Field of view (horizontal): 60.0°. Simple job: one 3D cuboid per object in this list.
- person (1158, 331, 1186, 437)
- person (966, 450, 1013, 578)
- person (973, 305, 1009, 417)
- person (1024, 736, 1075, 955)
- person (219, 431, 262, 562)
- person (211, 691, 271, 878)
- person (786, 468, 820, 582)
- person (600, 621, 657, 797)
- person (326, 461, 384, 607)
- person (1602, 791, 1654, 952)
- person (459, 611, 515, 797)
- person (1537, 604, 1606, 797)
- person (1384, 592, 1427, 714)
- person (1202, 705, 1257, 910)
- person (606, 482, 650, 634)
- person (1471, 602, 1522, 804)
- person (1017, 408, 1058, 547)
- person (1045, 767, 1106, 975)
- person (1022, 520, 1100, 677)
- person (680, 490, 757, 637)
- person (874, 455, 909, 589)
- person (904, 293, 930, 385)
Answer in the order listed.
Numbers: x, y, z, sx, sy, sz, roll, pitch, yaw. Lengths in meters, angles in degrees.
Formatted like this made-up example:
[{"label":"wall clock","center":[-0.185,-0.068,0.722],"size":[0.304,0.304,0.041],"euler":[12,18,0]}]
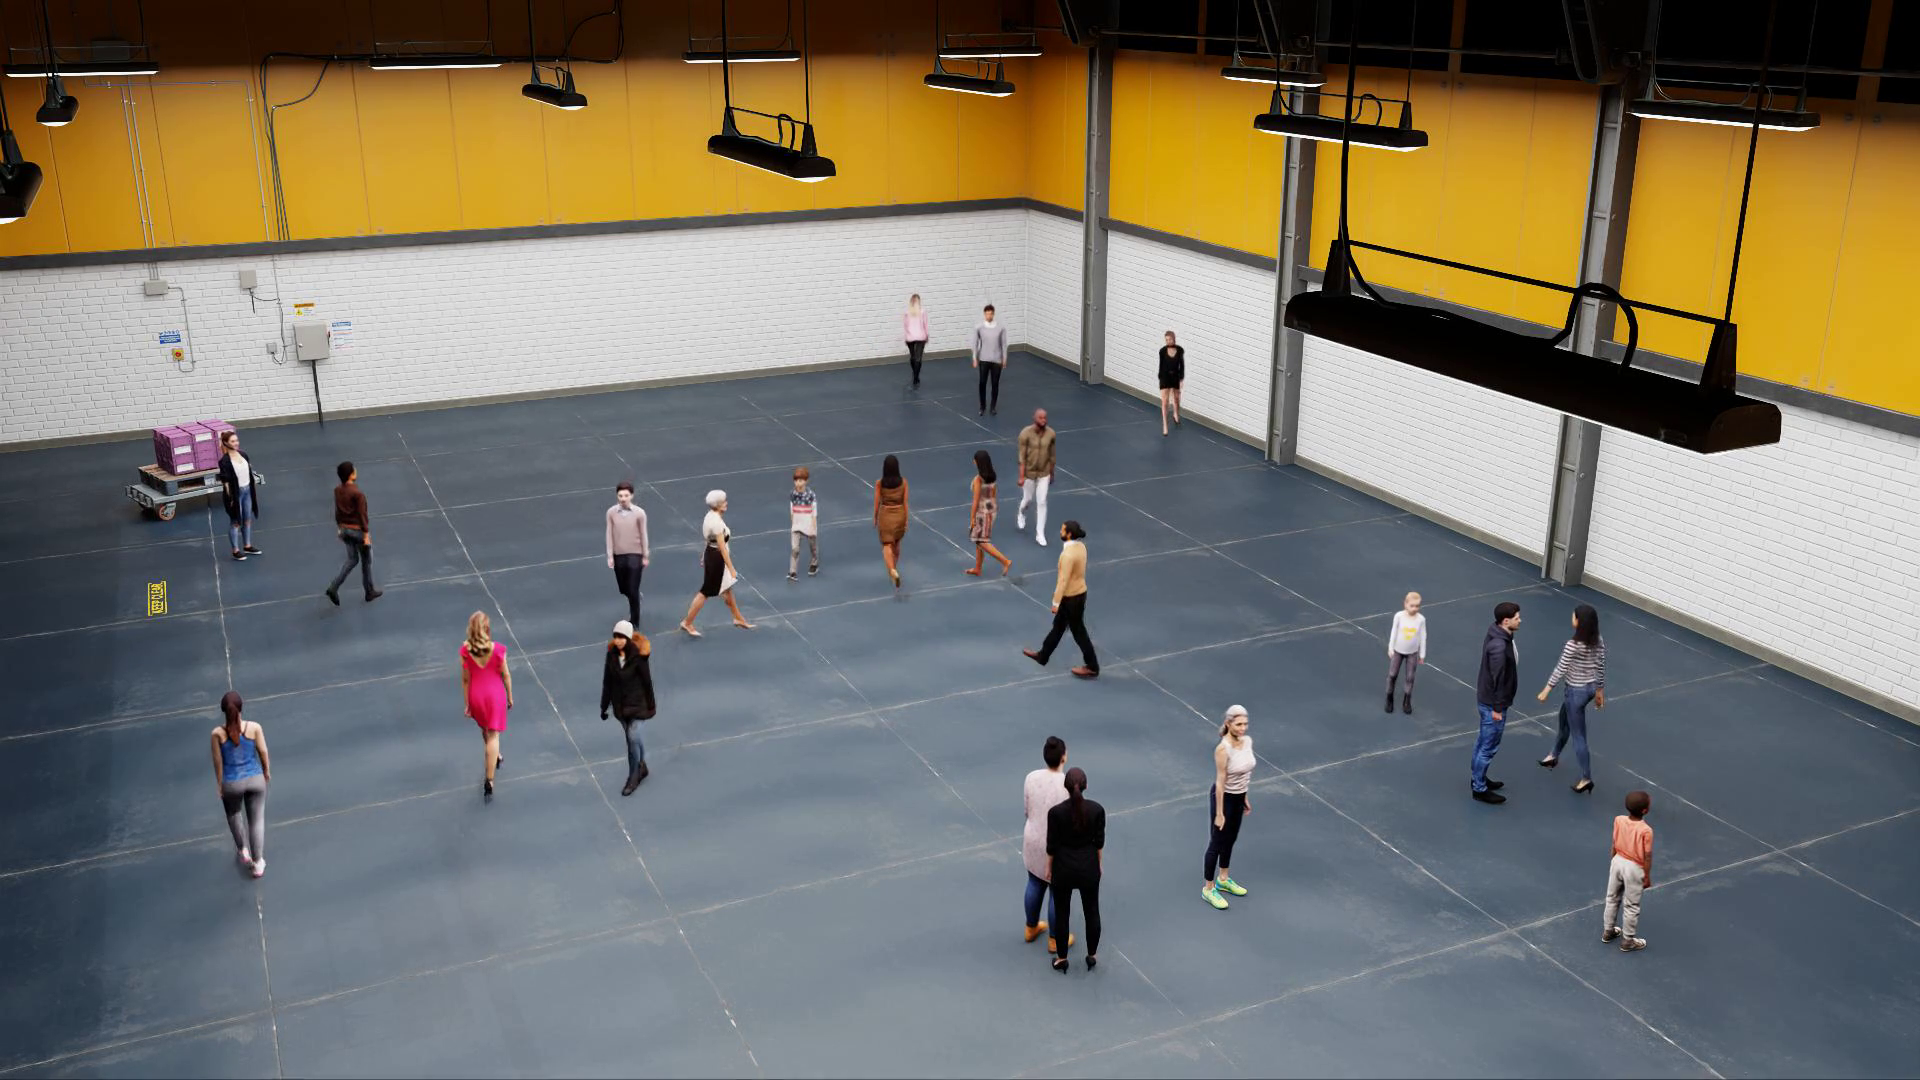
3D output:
[{"label":"person","center":[3.489,-2.590,27.299],"size":[0.885,1.729,1.075],"euler":[-1,19,-2]},{"label":"person","center":[0.369,-0.285,20.617],"size":[1.065,1.624,0.933],"euler":[10,21,28]},{"label":"person","center":[0.542,-3.115,28.577],"size":[0.873,1.908,0.874],"euler":[0,19,0]},{"label":"person","center":[0.695,2.310,12.735],"size":[0.712,1.736,0.845],"euler":[16,24,39]},{"label":"person","center":[-9.307,-0.590,21.432],"size":[0.765,1.683,0.720],"euler":[8,20,23]},{"label":"person","center":[-5.927,2.043,13.753],"size":[0.559,1.594,0.697],"euler":[-8,20,-23]},{"label":"person","center":[-1.909,-0.207,20.735],"size":[0.864,1.401,0.985],"euler":[4,19,12]},{"label":"person","center":[-3.007,1.491,15.357],"size":[0.845,1.615,0.905],"euler":[7,20,19]},{"label":"person","center":[-7.234,-0.047,19.693],"size":[1.045,1.763,1.046],"euler":[10,21,28]},{"label":"person","center":[5.135,2.522,12.773],"size":[0.573,1.310,0.450],"euler":[-12,22,-31]},{"label":"person","center":[-4.321,1.520,15.176],"size":[0.822,1.677,1.130],"euler":[-2,19,-5]},{"label":"person","center":[5.703,1.492,15.125],"size":[0.710,1.763,0.962],"euler":[-13,23,-34]},{"label":"person","center":[4.555,1.119,16.994],"size":[0.611,1.276,0.658],"euler":[3,19,9]},{"label":"person","center":[2.162,2.108,13.389],"size":[0.664,1.702,0.679],"euler":[16,24,39]},{"label":"person","center":[-3.772,0.174,18.988],"size":[0.920,1.793,1.081],"euler":[0,19,1]},{"label":"person","center":[4.830,1.443,15.065],"size":[0.821,1.893,0.727],"euler":[4,19,12]},{"label":"person","center":[0.978,-0.880,22.104],"size":[0.840,1.803,1.067],"euler":[-5,19,-14]},{"label":"person","center":[0.857,2.468,12.385],"size":[0.662,1.661,0.647],"euler":[-2,19,-6]},{"label":"person","center":[1.260,0.656,17.690],"size":[1.189,1.709,1.148],"euler":[6,19,16]},{"label":"person","center":[-2.856,0.306,18.734],"size":[0.907,1.705,1.105],"euler":[-3,19,-9]},{"label":"person","center":[-0.816,-0.182,20.256],"size":[0.707,1.659,1.081],"euler":[-5,19,-13]},{"label":"person","center":[-0.815,-3.673,30.644],"size":[1.019,1.645,1.148],"euler":[4,19,11]}]
